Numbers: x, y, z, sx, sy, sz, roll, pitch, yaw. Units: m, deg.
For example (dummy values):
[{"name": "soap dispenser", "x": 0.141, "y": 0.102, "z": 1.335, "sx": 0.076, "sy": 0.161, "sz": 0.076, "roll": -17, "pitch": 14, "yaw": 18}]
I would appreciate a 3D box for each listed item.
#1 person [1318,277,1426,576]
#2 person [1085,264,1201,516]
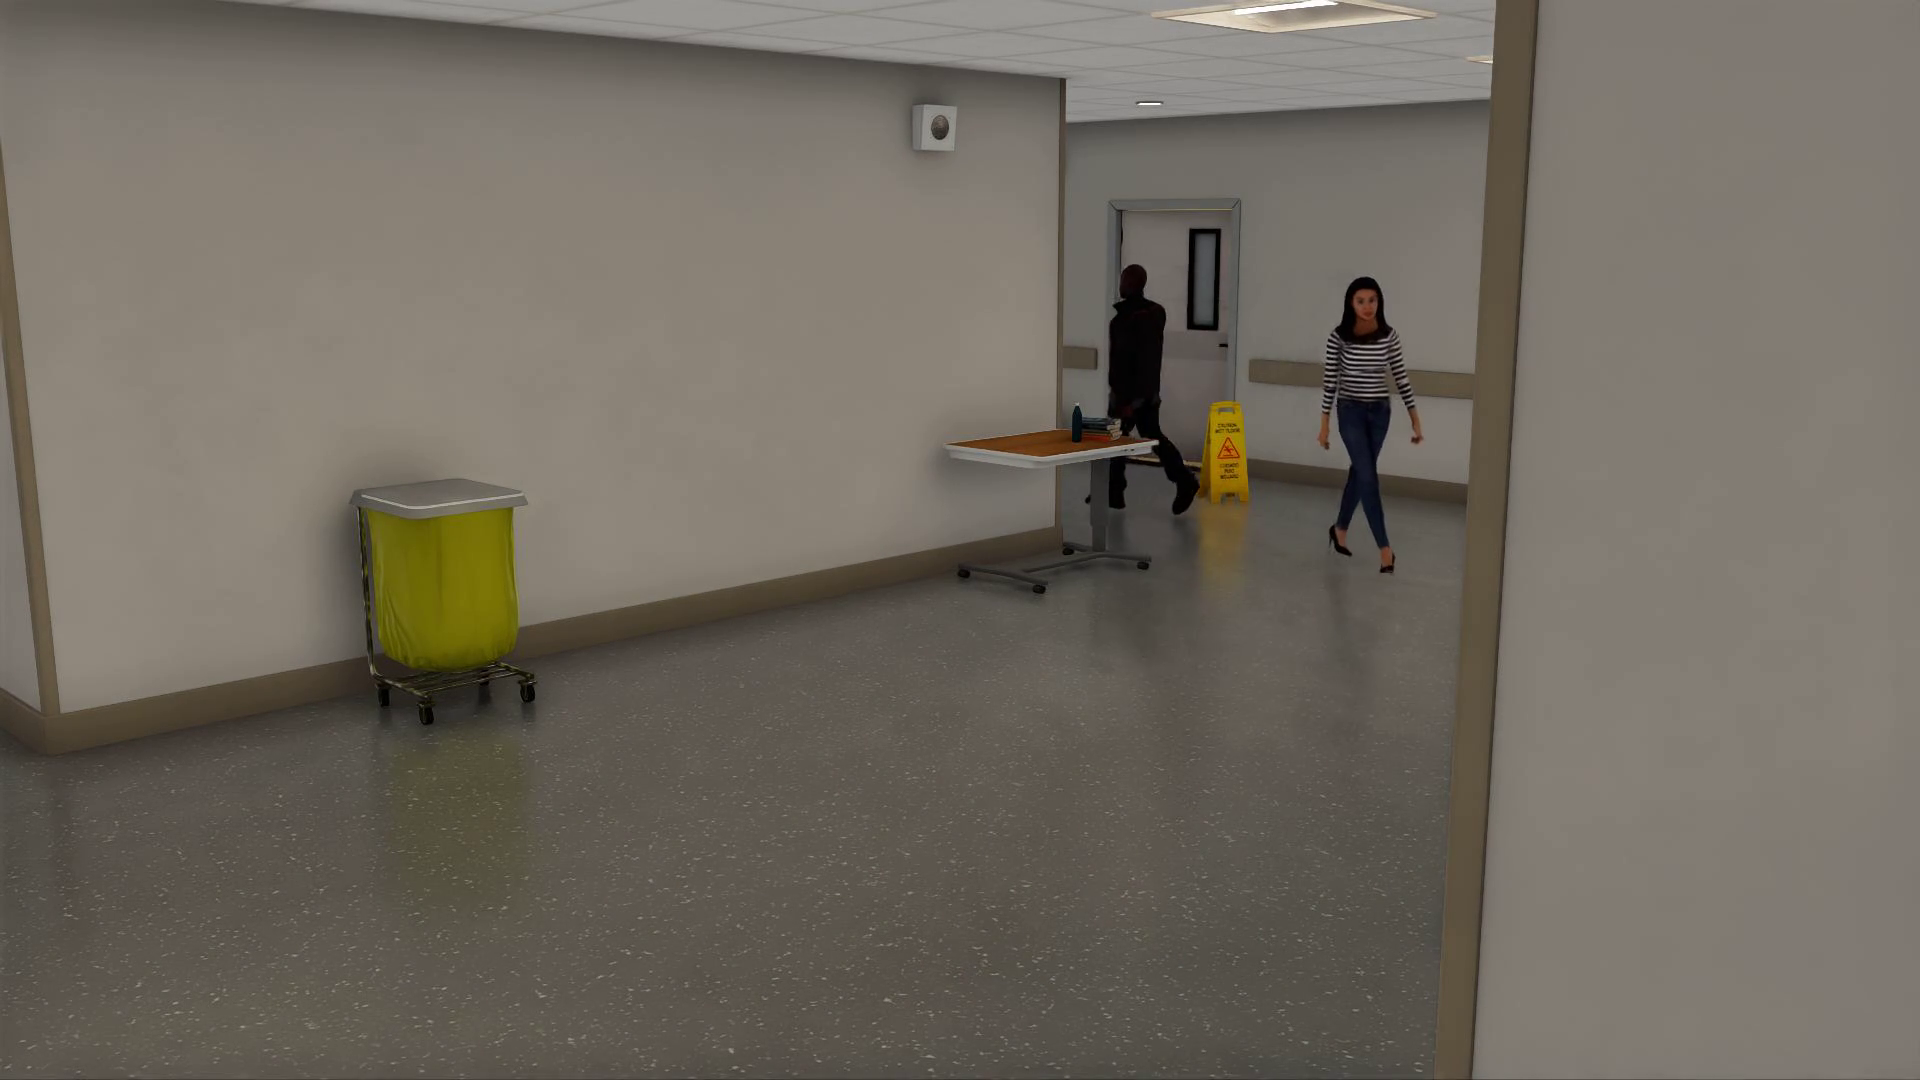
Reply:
[{"name": "person", "x": 2.391, "y": -0.652, "z": 10.008, "sx": 1.169, "sy": 1.719, "sz": 1.275, "roll": -2, "pitch": 11, "yaw": -8}, {"name": "person", "x": 1.371, "y": -1.079, "z": 12.081, "sx": 1.171, "sy": 1.800, "sz": 0.731, "roll": 10, "pitch": 14, "yaw": 42}]
